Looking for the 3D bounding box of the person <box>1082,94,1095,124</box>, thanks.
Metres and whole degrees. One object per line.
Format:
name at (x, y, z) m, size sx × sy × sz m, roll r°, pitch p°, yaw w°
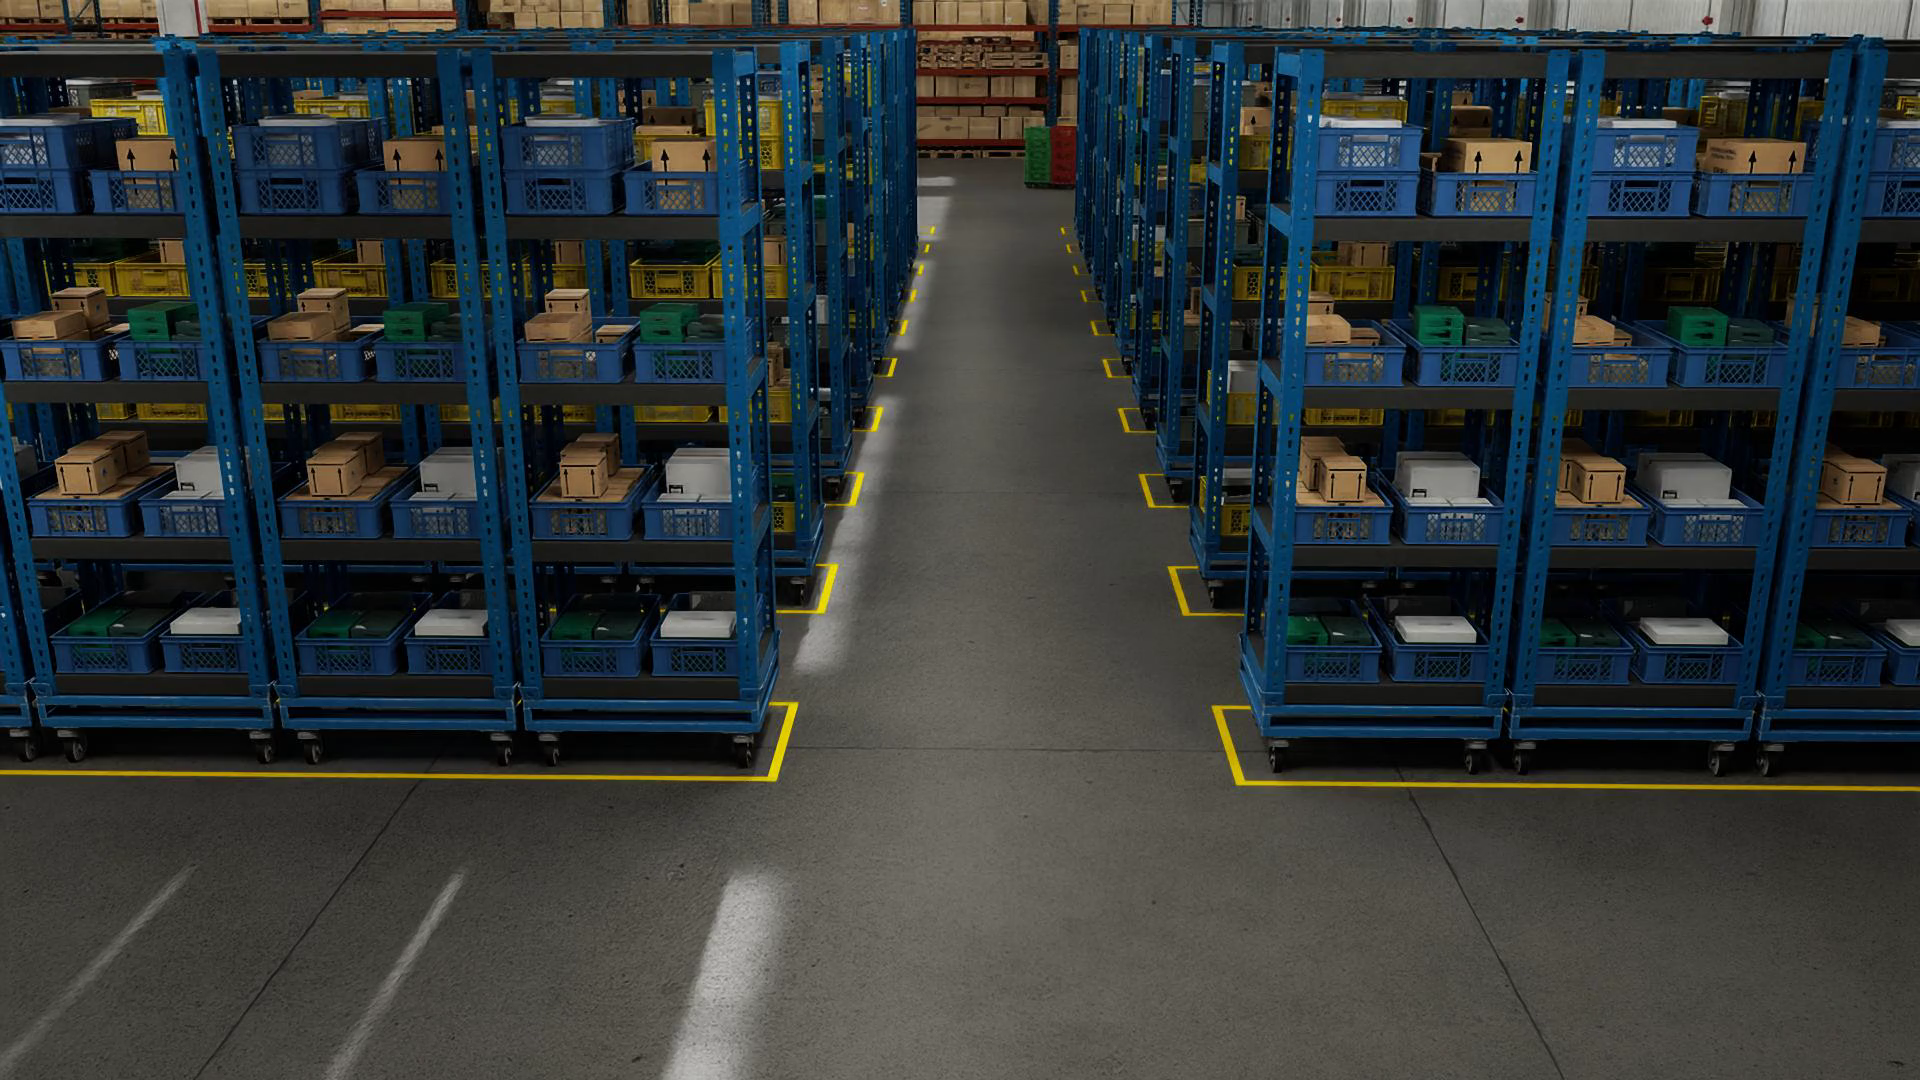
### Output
person at (3.333, -10.499, 42.578) m, size 0.610 × 1.985 × 0.415 m, roll -2°, pitch 18°, yaw -6°
